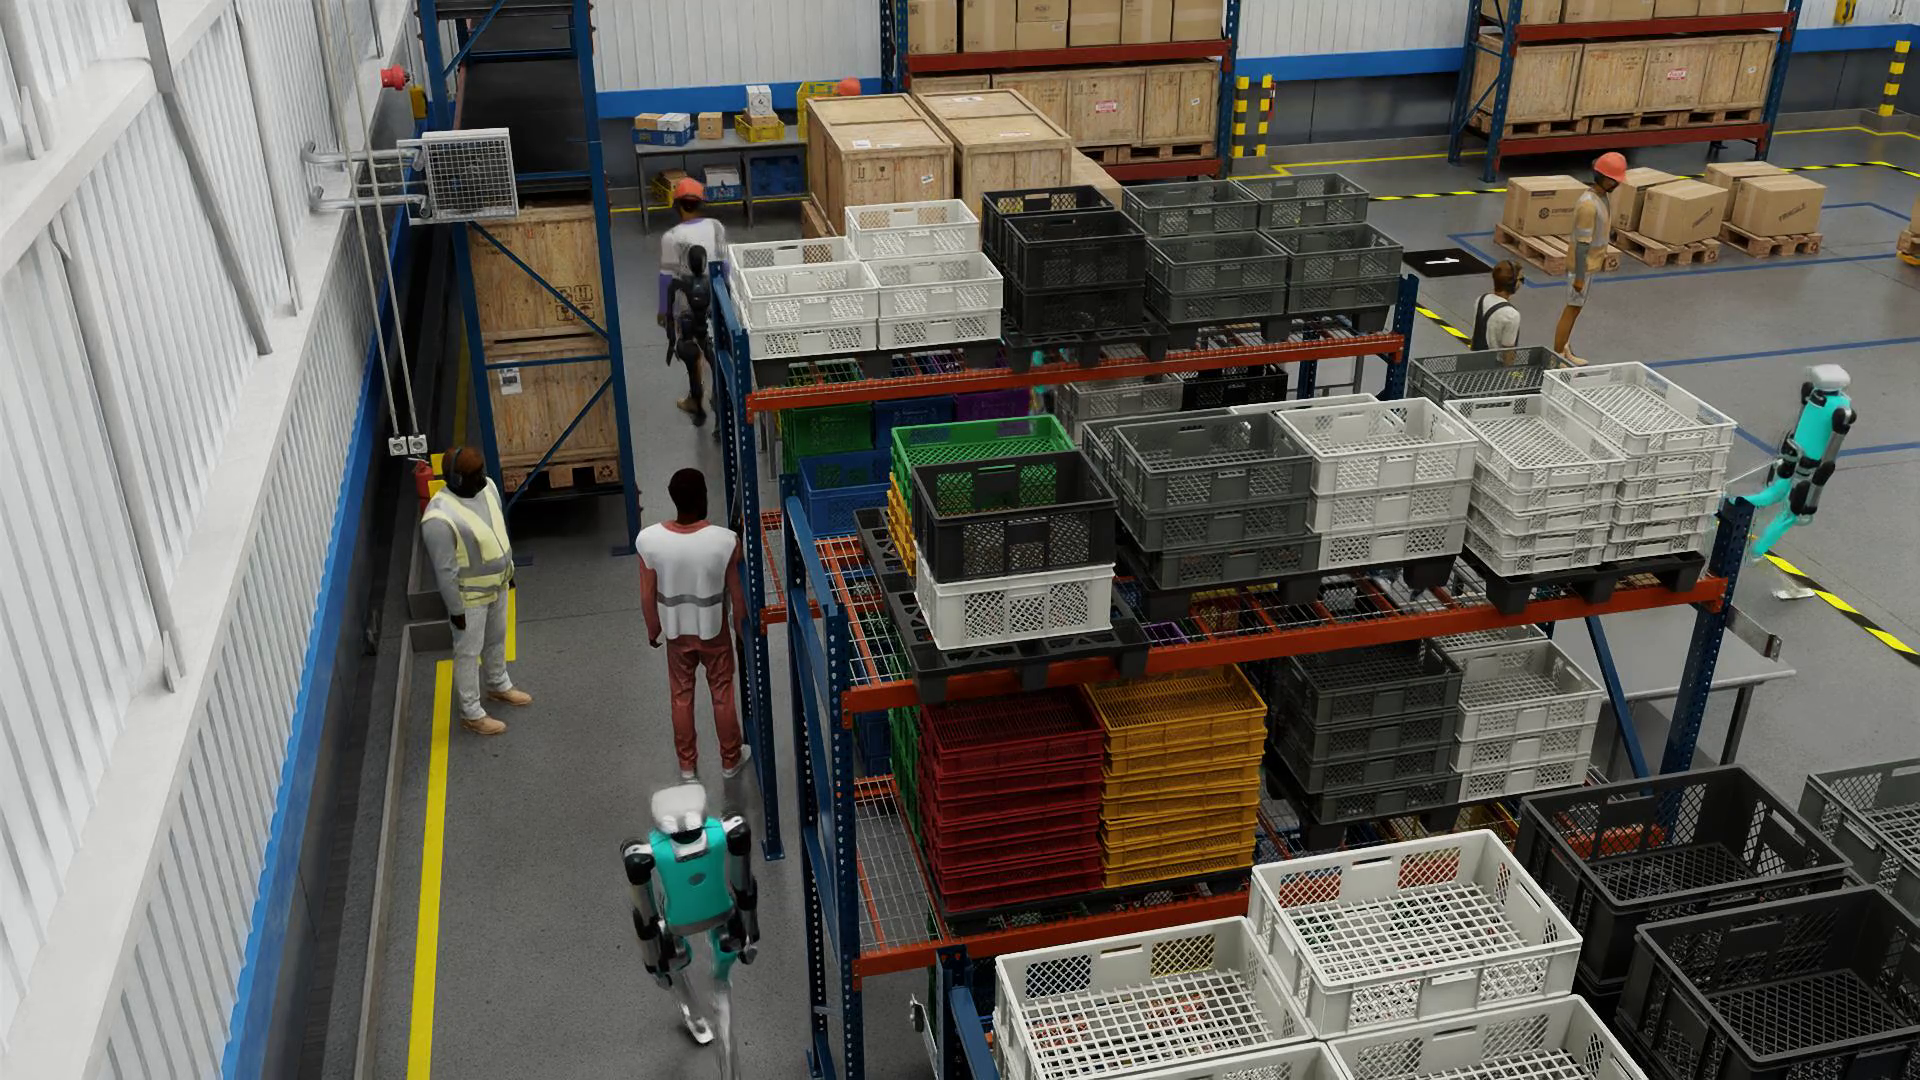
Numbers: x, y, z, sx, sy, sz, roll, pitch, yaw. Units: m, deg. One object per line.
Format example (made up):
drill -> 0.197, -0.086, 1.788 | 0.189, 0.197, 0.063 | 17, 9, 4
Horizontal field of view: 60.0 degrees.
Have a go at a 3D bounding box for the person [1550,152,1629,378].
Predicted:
person -> 5.599, -2.446, 14.801 | 0.400, 2.028, 0.612 | 14, 31, 25

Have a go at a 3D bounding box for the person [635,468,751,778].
person -> -1.474, 0.495, 9.340 | 0.595, 1.915, 0.374 | 1, 28, 2

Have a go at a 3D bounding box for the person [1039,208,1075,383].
person -> 0.752, -2.021, 14.334 | 0.890, 1.706, 0.535 | 1, 28, 3

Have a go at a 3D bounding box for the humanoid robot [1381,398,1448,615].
humanoid robot -> 2.947, -0.166, 10.860 | 0.529, 1.624, 0.610 | -17, 32, -29

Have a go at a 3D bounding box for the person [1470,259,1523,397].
person -> 4.056, -1.252, 12.744 | 0.338, 1.840, 0.501 | -8, 29, -15

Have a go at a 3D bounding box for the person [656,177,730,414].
person -> -2.245, -2.032, 14.041 | 0.442, 2.015, 0.668 | 21, 34, 34

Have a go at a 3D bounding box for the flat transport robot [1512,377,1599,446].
flat transport robot -> 4.780, -1.036, 14.013 | 0.659, 0.231, 1.431 | -6, 28, -12

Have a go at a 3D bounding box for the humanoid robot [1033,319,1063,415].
humanoid robot -> 0.905, -0.848, 12.123 | 0.882, 1.822, 0.530 | -1, 28, -2

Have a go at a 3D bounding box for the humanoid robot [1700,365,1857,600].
humanoid robot -> 5.377, -0.321, 11.148 | 1.035, 1.777, 0.536 | -1, 28, -2

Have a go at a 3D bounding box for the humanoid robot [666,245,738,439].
humanoid robot -> -2.131, -1.621, 13.643 | 0.589, 1.620, 0.763 | -4, 28, -7

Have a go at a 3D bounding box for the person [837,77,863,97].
person -> -1.250, -4.051, 17.984 | 0.481, 1.904, 0.580 | -8, 29, -15

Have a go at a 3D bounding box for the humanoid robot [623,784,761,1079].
humanoid robot -> -1.215, 1.652, 7.366 | 0.570, 1.751, 0.941 | -10, 30, -19

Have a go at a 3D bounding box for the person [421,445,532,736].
person -> -2.844, 0.281, 9.842 | 0.430, 1.836, 0.622 | 8, 29, 15

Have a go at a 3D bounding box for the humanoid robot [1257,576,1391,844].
humanoid robot -> 1.771, 0.978, 8.675 | 1.016, 1.784, 0.534 | 6, 28, 10

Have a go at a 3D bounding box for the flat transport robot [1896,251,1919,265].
flat transport robot -> 10.632, -2.867, 17.456 | 0.652, 0.197, 1.431 | -6, 28, -12

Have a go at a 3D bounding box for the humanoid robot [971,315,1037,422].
humanoid robot -> 0.405, -1.110, 12.674 | 0.554, 1.854, 0.776 | -19, 33, -32
